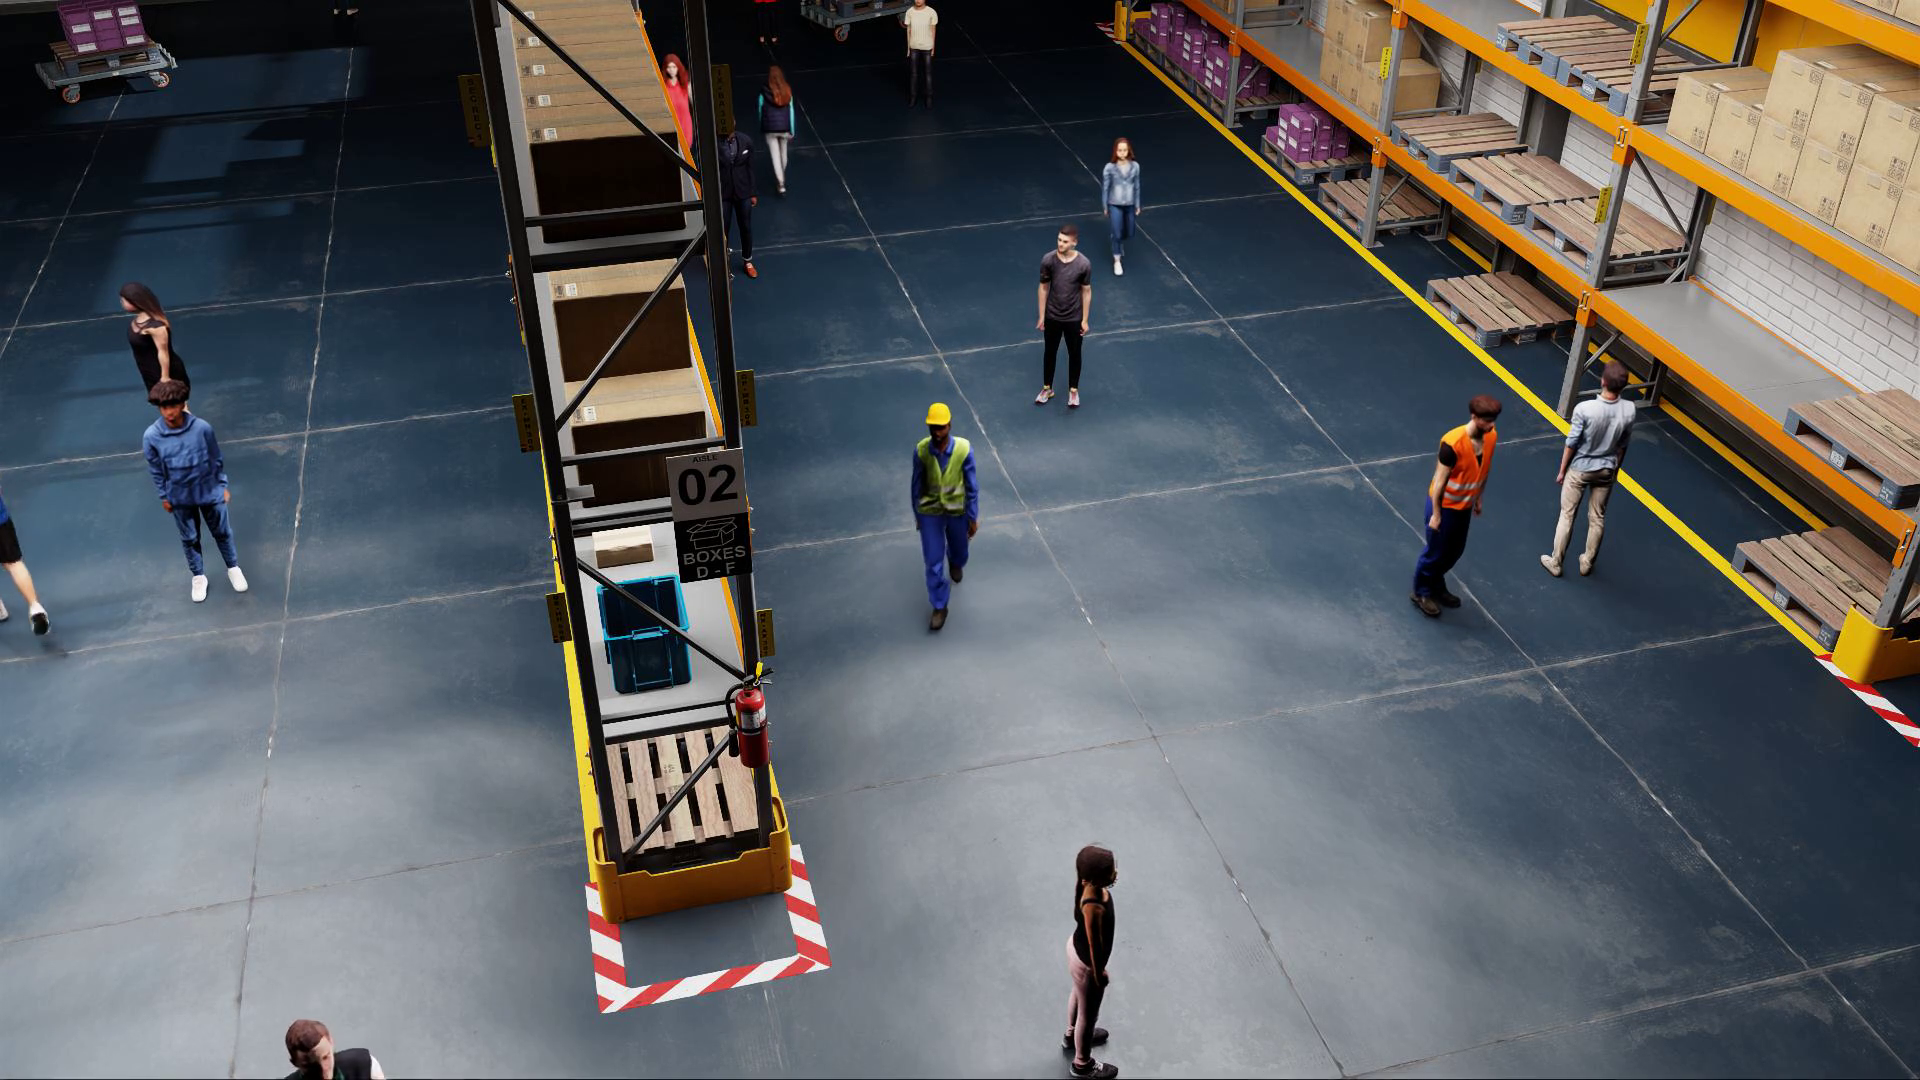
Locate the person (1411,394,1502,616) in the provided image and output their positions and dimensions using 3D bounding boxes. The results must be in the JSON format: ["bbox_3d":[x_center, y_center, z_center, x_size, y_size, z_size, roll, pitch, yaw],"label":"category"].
[{"bbox_3d":[3.651,-0.288,12.403,0.774,1.864,0.791,-20,38,-27],"label":"person"}]

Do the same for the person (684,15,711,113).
[{"bbox_3d":[-3.404,-6.383,21.685,0.679,1.740,0.487,-12,36,-18],"label":"person"}]

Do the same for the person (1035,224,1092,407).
[{"bbox_3d":[0.956,-2.052,15.150,0.715,1.762,0.714,8,34,12],"label":"person"}]

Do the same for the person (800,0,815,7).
[{"bbox_3d":[-2.399,-9.240,25.942,0.700,1.786,0.578,-21,39,-28],"label":"person"}]

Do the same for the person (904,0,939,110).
[{"bbox_3d":[-0.516,-6.534,22.051,0.653,1.587,0.623,6,34,9],"label":"person"}]

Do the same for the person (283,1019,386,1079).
[{"bbox_3d":[-2.846,2.846,7.733,0.908,1.816,1.173,-23,40,-30],"label":"person"}]

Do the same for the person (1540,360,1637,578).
[{"bbox_3d":[4.857,-0.537,12.793,0.705,1.848,0.651,0,34,0],"label":"person"}]

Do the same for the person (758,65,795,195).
[{"bbox_3d":[-2.148,-4.790,19.535,0.570,1.468,0.966,-9,35,-13],"label":"person"}]

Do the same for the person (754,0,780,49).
[{"bbox_3d":[-2.849,-8.053,24.192,0.678,1.746,0.687,0,34,0],"label":"person"}]

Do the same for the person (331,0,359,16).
[{"bbox_3d":[-9.666,-8.988,25.615,0.640,1.729,0.622,3,34,5],"label":"person"}]

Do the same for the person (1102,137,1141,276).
[{"bbox_3d":[1.706,-3.589,17.732,0.591,1.463,0.735,-6,34,-9],"label":"person"}]

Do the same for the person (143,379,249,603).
[{"bbox_3d":[-5.816,-0.398,12.618,0.704,1.811,0.617,-13,36,-19],"label":"person"}]

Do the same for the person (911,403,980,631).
[{"bbox_3d":[-0.099,-0.248,12.401,0.831,1.800,1.054,1,34,2],"label":"person"}]

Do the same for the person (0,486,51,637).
[{"bbox_3d":[-7.115,-0.105,12.158,1.010,1.830,1.260,-29,43,-36],"label":"person"}]

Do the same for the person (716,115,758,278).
[{"bbox_3d":[-2.387,-3.634,17.480,0.687,1.817,0.568,-9,35,-13],"label":"person"}]

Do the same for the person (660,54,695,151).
[{"bbox_3d":[-3.228,-4.686,19.097,0.639,1.779,1.106,-7,34,-10],"label":"person"}]

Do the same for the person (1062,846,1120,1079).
[{"bbox_3d":[0.688,2.231,8.885,0.646,1.565,0.521,-1,34,-2],"label":"person"}]

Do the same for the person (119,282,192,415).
[{"bbox_3d":[-6.820,-1.441,14.276,0.785,1.711,0.643,-19,38,-26],"label":"person"}]
